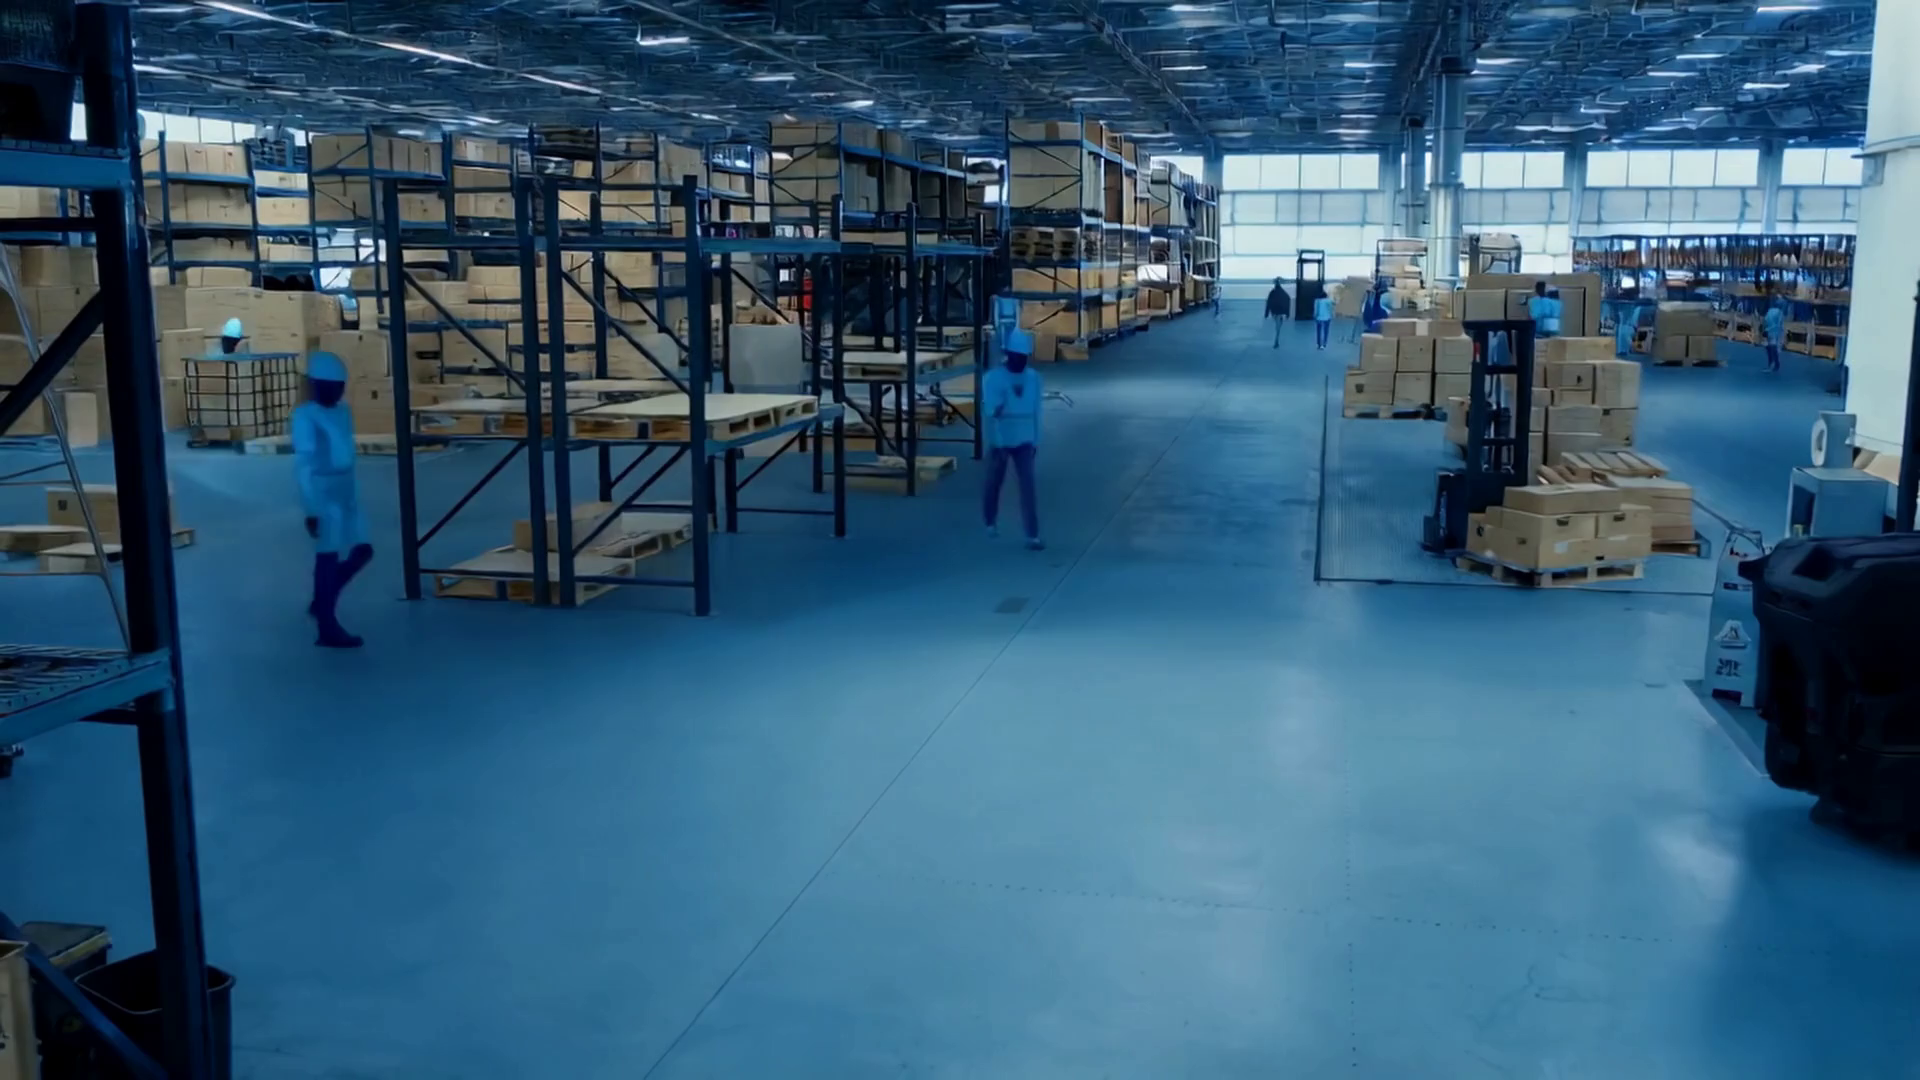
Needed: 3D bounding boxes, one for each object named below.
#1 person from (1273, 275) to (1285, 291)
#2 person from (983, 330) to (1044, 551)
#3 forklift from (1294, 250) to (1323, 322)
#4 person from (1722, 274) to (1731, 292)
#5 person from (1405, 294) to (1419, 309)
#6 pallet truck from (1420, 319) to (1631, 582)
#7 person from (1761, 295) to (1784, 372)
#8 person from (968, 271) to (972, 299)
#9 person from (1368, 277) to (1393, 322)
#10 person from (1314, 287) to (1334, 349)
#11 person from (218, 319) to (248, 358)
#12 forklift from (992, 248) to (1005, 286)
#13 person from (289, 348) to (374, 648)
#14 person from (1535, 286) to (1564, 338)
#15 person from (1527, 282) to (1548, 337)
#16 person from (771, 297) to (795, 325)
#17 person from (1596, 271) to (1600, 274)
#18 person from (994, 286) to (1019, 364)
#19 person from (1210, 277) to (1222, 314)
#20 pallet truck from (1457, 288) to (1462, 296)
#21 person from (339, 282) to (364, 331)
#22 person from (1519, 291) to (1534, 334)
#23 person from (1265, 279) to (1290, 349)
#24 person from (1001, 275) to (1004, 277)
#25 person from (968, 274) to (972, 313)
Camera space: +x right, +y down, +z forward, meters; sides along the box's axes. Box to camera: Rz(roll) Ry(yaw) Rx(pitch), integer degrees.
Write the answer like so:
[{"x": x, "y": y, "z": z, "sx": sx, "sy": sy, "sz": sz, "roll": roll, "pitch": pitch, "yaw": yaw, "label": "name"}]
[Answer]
[{"x": 13.441, "y": -10.277, "z": 70.206, "sx": 0.403, "sy": 1.826, "sz": 0.592, "roll": -7, "pitch": 12, "yaw": -34, "label": "person"}, {"x": 0.449, "y": -0.882, "z": 14.416, "sx": 0.582, "sy": 1.880, "sz": 1.023, "roll": -3, "pitch": 10, "yaw": -18, "label": "person"}, {"x": 13.778, "y": -10.002, "z": 65.433, "sx": 1.129, "sy": 2.768, "sz": 1.873, "roll": 2, "pitch": 10, "yaw": 12, "label": "forklift"}, {"x": 35.368, "y": -11.356, "z": 76.621, "sx": 0.527, "sy": 1.810, "sz": 0.611, "roll": 7, "pitch": 12, "yaw": 35, "label": "person"}, {"x": 11.322, "y": -5.322, "z": 41.498, "sx": 0.523, "sy": 1.584, "sz": 0.856, "roll": -9, "pitch": 13, "yaw": -44, "label": "person"}, {"x": 4.543, "y": -0.757, "z": 13.299, "sx": 0.823, "sy": 1.965, "sz": 1.885, "roll": -4, "pitch": 10, "yaw": -22, "label": "pallet truck"}, {"x": 17.954, "y": -4.554, "z": 36.701, "sx": 0.319, "sy": 1.693, "sz": 0.535, "roll": 0, "pitch": 10, "yaw": -1, "label": "person"}, {"x": 0.519, "y": -12.369, "z": 82.372, "sx": 0.622, "sy": 1.909, "sz": 1.106, "roll": 7, "pitch": 12, "yaw": 34, "label": "person"}, {"x": 10.453, "y": -5.467, "z": 41.061, "sx": 0.538, "sy": 2.000, "sz": 0.684, "roll": -7, "pitch": 12, "yaw": -37, "label": "person"}, {"x": 10.044, "y": -6.123, "z": 45.900, "sx": 0.538, "sy": 1.722, "sz": 0.922, "roll": 2, "pitch": 10, "yaw": 11, "label": "person"}, {"x": -10.312, "y": -2.347, "z": 23.765, "sx": 0.529, "sy": 1.626, "sz": 0.393, "roll": 3, "pitch": 10, "yaw": 18, "label": "person"}, {"x": 1.506, "y": -7.867, "z": 52.789, "sx": 1.129, "sy": 2.768, "sz": 1.873, "roll": 2, "pitch": 10, "yaw": 12, "label": "forklift"}, {"x": -3.976, "y": -0.257, "z": 10.563, "sx": 0.417, "sy": 1.918, "sz": 0.579, "roll": 2, "pitch": 10, "yaw": 14, "label": "person"}, {"x": 13.009, "y": -4.667, "z": 36.782, "sx": 0.638, "sy": 1.899, "sz": 0.754, "roll": -4, "pitch": 10, "yaw": -22, "label": "person"}, {"x": 13.215, "y": -4.909, "z": 37.978, "sx": 0.605, "sy": 1.966, "sz": 0.367, "roll": 8, "pitch": 12, "yaw": 38, "label": "person"}, {"x": -3.965, "y": -4.628, "z": 37.300, "sx": 0.546, "sy": 1.619, "sz": 0.461, "roll": -1, "pitch": 10, "yaw": -6, "label": "person"}, {"x": 33.867, "y": -13.345, "z": 88.289, "sx": 0.372, "sy": 1.843, "sz": 0.570, "roll": -1, "pitch": 10, "yaw": -8, "label": "person"}, {"x": 1.110, "y": -5.011, "z": 38.930, "sx": 0.609, "sy": 1.839, "sz": 0.943, "roll": -1, "pitch": 10, "yaw": -6, "label": "person"}, {"x": 11.607, "y": -11.091, "z": 75.476, "sx": 0.536, "sy": 1.671, "sz": 0.787, "roll": 1, "pitch": 10, "yaw": 5, "label": "person"}, {"x": 20.506, "y": -9.785, "z": 68.819, "sx": 0.653, "sy": 1.274, "sz": 1.630, "roll": 2, "pitch": 10, "yaw": 12, "label": "pallet truck"}, {"x": -15.090, "y": -5.440, "z": 41.299, "sx": 0.593, "sy": 1.910, "sz": 0.385, "roll": -8, "pitch": 12, "yaw": -39, "label": "person"}, {"x": 13.275, "y": -4.995, "z": 39.153, "sx": 0.673, "sy": 1.740, "sz": 0.522, "roll": 9, "pitch": 13, "yaw": 43, "label": "person"}, {"x": 8.848, "y": -6.290, "z": 46.249, "sx": 0.618, "sy": 1.949, "sz": 1.016, "roll": 7, "pitch": 12, "yaw": 37, "label": "person"}, {"x": 2.169, "y": -13.379, "z": 88.872, "sx": 0.539, "sy": 1.723, "sz": 0.909, "roll": 7, "pitch": 12, "yaw": 36, "label": "person"}, {"x": 0.589, "y": -11.354, "z": 76.538, "sx": 0.590, "sy": 1.833, "sz": 0.403, "roll": -2, "pitch": 10, "yaw": -13, "label": "person"}]
